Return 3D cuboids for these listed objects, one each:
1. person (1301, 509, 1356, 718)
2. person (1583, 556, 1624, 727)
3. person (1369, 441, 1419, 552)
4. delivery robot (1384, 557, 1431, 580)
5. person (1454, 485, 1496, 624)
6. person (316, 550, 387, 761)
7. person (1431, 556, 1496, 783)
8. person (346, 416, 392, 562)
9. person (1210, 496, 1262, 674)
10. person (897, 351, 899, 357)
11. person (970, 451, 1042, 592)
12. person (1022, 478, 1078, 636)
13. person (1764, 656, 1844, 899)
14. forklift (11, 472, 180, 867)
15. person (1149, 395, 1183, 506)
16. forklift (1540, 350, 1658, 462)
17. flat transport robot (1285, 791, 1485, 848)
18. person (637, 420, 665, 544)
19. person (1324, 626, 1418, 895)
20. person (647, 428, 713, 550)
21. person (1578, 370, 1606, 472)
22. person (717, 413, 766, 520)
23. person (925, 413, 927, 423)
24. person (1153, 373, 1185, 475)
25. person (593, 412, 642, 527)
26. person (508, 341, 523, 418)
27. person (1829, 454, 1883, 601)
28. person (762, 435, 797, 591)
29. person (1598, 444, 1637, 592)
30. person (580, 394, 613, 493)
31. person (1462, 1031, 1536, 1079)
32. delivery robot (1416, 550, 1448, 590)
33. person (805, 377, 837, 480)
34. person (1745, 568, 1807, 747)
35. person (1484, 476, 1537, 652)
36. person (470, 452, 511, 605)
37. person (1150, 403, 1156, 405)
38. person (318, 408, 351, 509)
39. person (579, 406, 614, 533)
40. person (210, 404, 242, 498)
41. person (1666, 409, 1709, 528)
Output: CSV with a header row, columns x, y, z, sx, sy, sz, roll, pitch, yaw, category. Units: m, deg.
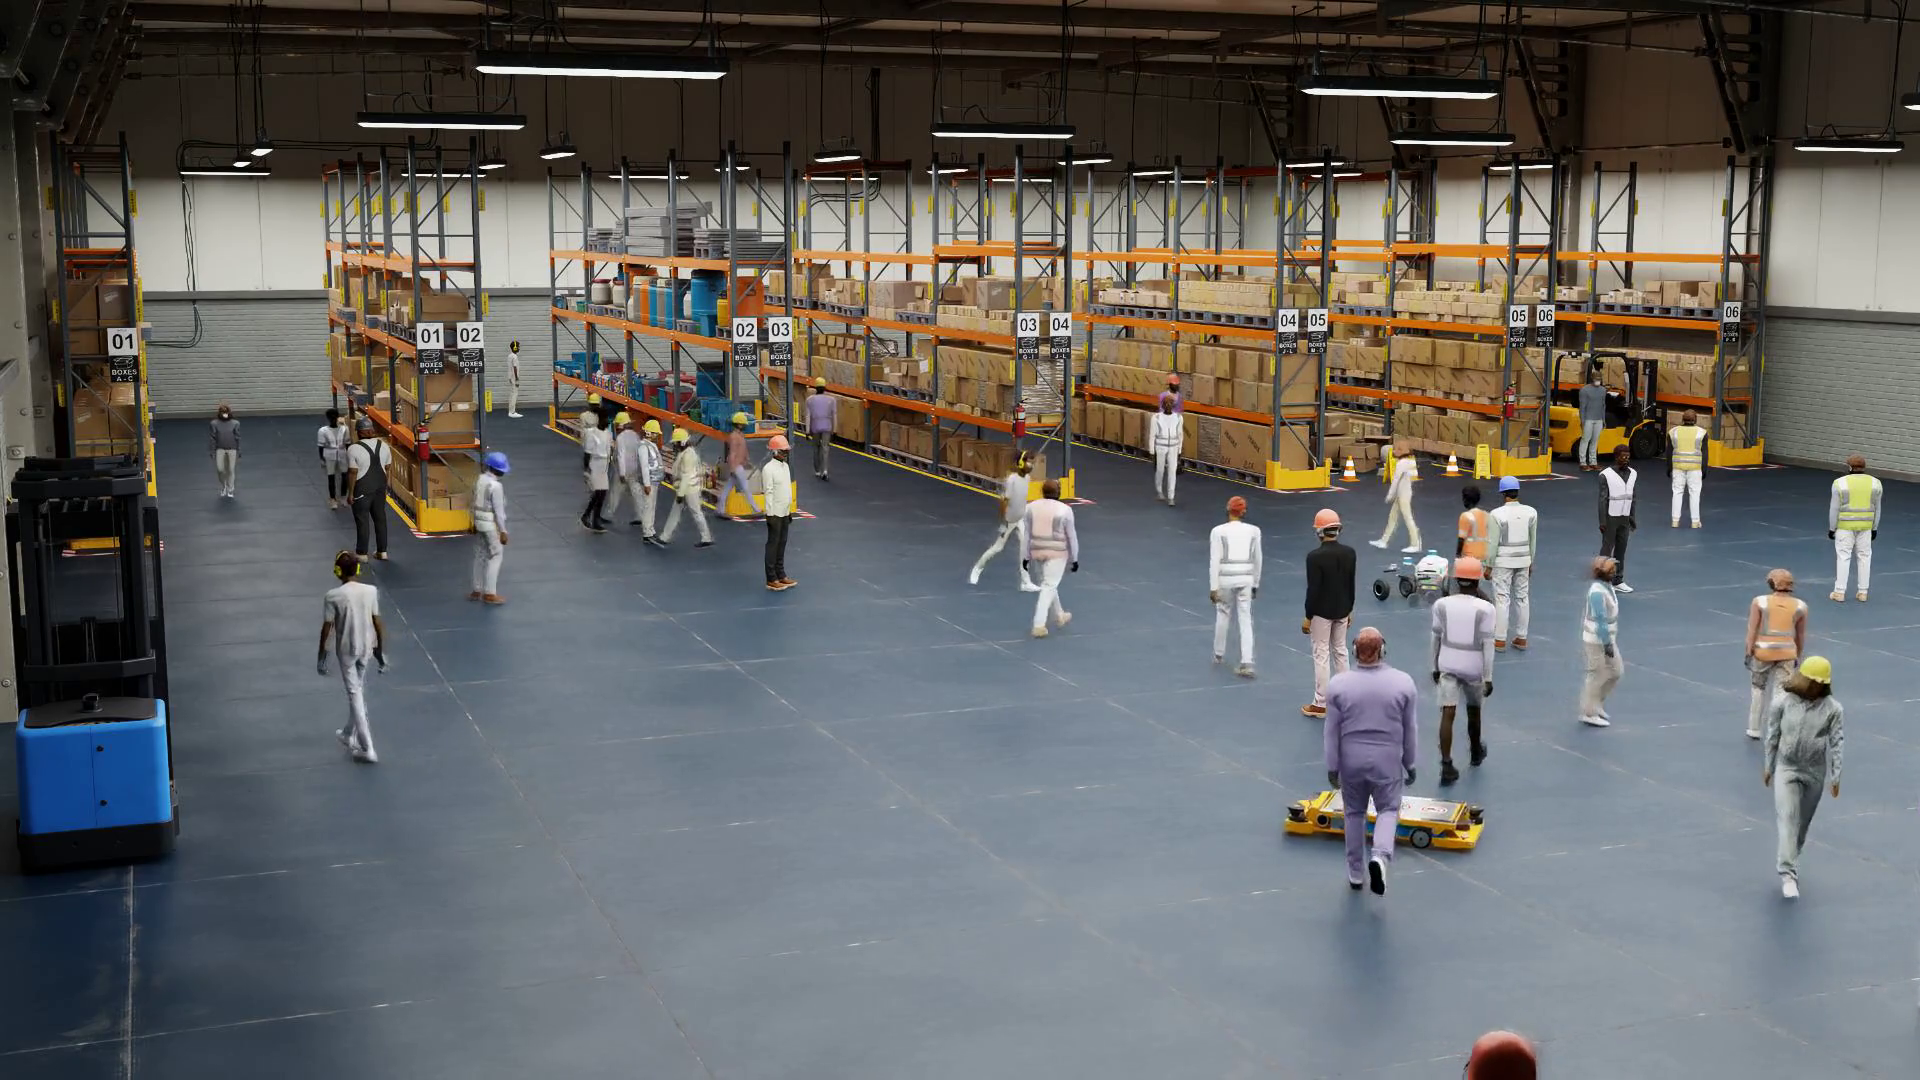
x,y,z,sx,sy,sz,roll,pitch,yaw,category
3.515,0.693,20.045,0.622,1.990,0.396,-6,10,-34,person
6.019,0.948,19.587,0.380,1.623,0.515,5,10,32,person
6.262,-0.622,30.149,0.819,1.592,0.505,3,9,19,person
5.588,0.336,26.167,0.335,0.223,0.698,-4,9,-27,delivery robot
6.043,0.203,24.414,0.741,1.673,0.552,8,11,41,person
-5.436,0.999,18.516,0.887,1.833,0.560,8,12,44,person
4.301,1.073,17.861,0.565,1.882,0.975,5,10,28,person
-8.339,-0.705,29.351,0.538,2.000,0.684,7,11,38,person
2.892,0.461,22.089,0.612,1.829,1.003,-1,9,-9,person
-1.490,-3.371,47.041,0.627,2.032,0.469,1,9,7,person
0.597,-0.263,27.069,0.958,1.814,0.557,7,11,38,person
1.063,0.180,24.134,0.645,1.791,0.987,6,10,33,person
5.958,1.633,14.790,0.496,1.684,0.933,2,9,14,person
-6.630,0.886,15.957,1.129,2.768,1.873,-3,9,-21,forklift
3.478,-1.543,35.468,0.581,1.851,0.935,-1,9,-5,person
12.897,-2.725,42.309,2.313,2.155,1.214,-3,9,-21,forklift
3.294,2.146,16.212,1.431,0.197,0.652,3,9,21,flat transport robot
-4.577,-0.871,31.040,0.403,1.823,0.587,0,9,3,person
2.870,1.552,14.666,0.655,1.887,0.620,2,9,13,person
-4.022,-0.726,30.227,0.960,1.768,0.602,-3,9,-17,person
12.106,-2.280,40.062,0.629,1.936,0.373,-4,9,-26,person
-3.462,-1.171,33.389,0.935,1.712,0.535,0,9,-2,person
-0.863,-3.693,49.599,0.544,1.910,0.845,-2,9,-15,person
3.992,-2.218,39.754,0.550,1.916,0.878,-4,9,-24,person
-5.302,-1.095,32.635,0.902,1.787,0.613,3,9,19,person
-10.943,-3.949,51.441,0.320,1.862,0.510,-4,9,-24,person
11.177,-0.154,26.207,0.625,1.841,0.429,0,9,3,person
-2.347,-0.365,27.080,0.369,1.996,0.622,3,9,19,person
8.395,-0.280,26.815,0.589,1.914,0.377,-5,10,-29,person
-6.385,-1.692,36.809,0.542,1.733,0.819,-2,9,-15,person
1.846,2.625,7.250,0.628,1.973,0.806,2,9,12,person
6.036,0.374,26.775,0.477,0.478,0.707,3,9,18,delivery robot
-2.580,-2.081,38.890,0.596,1.886,0.975,-1,9,-7,person
7.326,1.053,18.883,0.528,1.602,0.691,1,9,9,person
6.071,0.258,23.131,0.604,1.938,0.402,-3,9,-17,person
-5.882,-0.165,26.108,0.430,1.898,0.778,-6,11,-36,person
4.492,-3.379,47.441,0.584,1.919,0.375,-1,9,-9,person
-10.304,-1.334,34.576,0.559,1.676,0.553,-5,10,-28,person
-5.492,-1.070,31.991,0.462,1.935,0.654,4,9,25,person
-12.640,-1.531,36.082,0.531,1.614,0.451,-3,9,-19,person
11.313,-1.112,32.580,0.623,1.845,0.430,5,10,28,person
